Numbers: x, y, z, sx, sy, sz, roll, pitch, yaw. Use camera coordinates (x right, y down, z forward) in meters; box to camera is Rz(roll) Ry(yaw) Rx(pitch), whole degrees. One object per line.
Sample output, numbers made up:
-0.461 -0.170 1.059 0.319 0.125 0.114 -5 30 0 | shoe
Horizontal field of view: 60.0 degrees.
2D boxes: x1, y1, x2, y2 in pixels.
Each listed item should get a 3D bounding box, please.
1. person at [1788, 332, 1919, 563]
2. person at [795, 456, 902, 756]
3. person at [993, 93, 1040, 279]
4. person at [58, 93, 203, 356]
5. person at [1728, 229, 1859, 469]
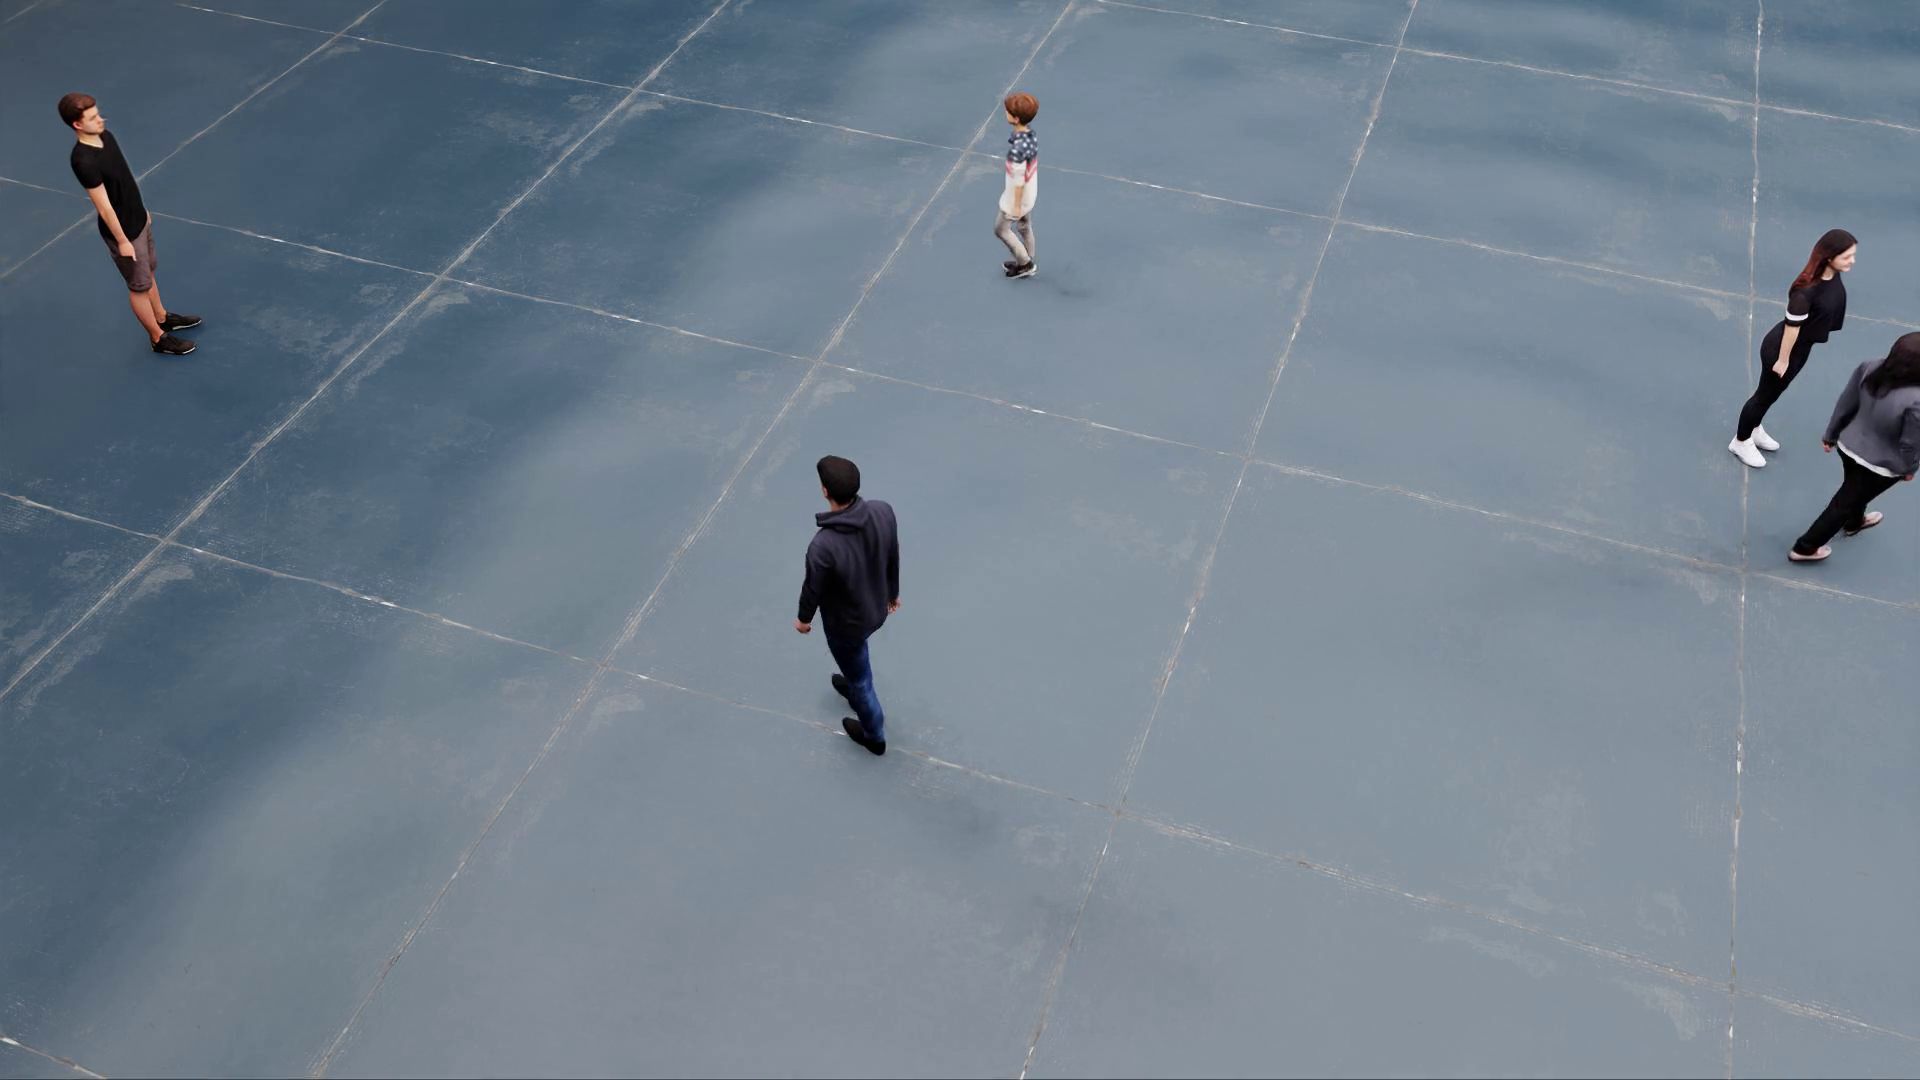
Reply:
5.100 -0.480 9.439 1.053 1.565 0.935 -7 44 -8 | person
-0.468 0.407 8.263 0.898 1.875 0.821 30 51 28 | person
0.483 -2.444 11.641 0.523 1.430 0.530 13 45 13 | person
-5.509 -2.087 10.943 0.766 1.862 0.762 -7 44 -8 | person
5.079 -1.190 10.145 0.704 1.639 0.694 32 52 30 | person
